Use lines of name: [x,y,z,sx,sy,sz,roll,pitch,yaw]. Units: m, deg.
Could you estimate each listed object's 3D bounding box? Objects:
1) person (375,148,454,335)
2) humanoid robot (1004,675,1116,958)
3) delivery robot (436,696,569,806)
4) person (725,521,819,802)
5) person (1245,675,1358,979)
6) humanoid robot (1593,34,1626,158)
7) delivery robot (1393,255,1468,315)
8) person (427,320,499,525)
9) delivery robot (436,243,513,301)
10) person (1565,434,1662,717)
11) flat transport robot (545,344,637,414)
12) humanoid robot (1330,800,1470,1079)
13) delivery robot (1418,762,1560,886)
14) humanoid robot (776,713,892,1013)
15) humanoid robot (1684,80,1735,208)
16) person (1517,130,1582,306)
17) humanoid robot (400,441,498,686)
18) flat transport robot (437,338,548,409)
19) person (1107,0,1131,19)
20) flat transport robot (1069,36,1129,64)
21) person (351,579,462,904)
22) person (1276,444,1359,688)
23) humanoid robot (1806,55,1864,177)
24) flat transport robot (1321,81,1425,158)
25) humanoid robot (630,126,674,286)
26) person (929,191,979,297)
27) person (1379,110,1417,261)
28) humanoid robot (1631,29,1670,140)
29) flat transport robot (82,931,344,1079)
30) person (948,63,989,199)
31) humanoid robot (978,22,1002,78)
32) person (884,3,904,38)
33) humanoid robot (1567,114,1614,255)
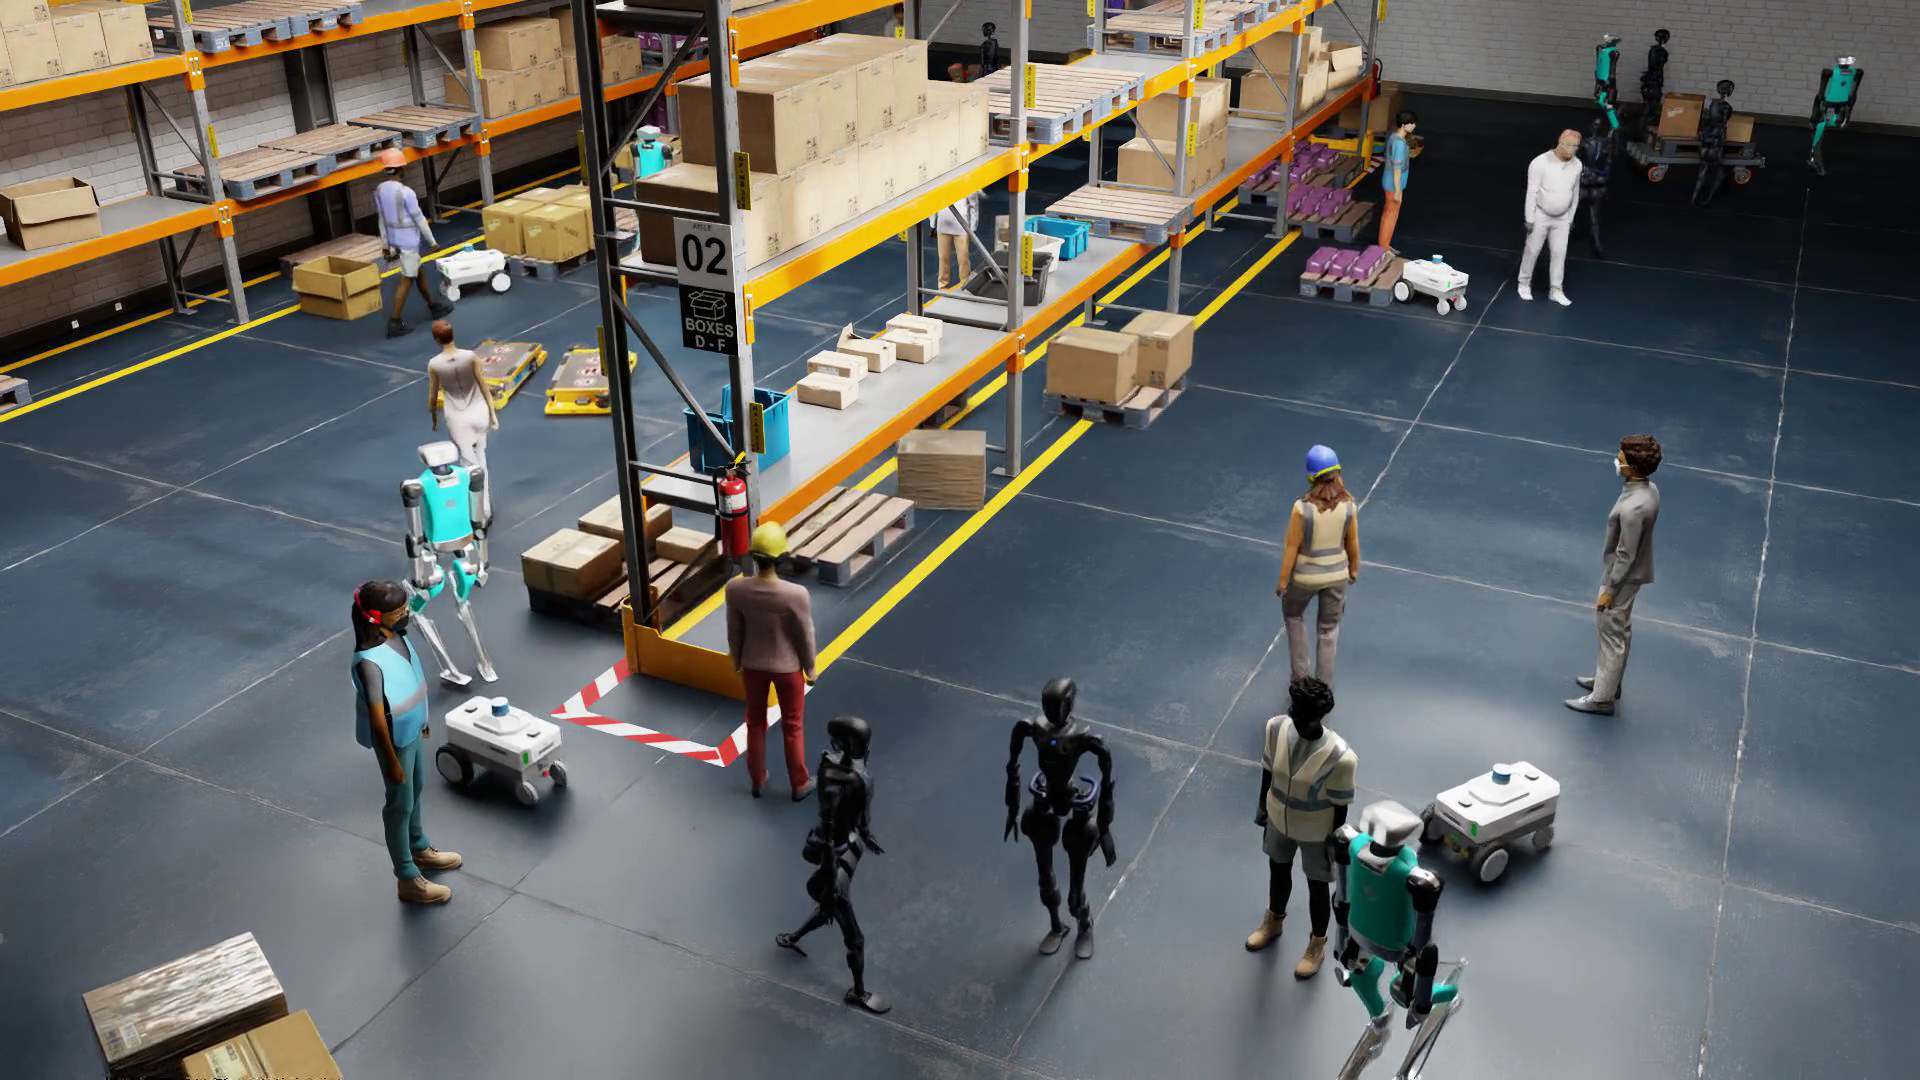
person: [-5.723,-3.108,17.238,0.542,1.890,0.931,20,33,35]
humanoid robot: [0.504,1.395,8.367,0.609,1.647,0.315,10,28,20]
delivery robot: [-2.736,1.216,9.985,0.774,0.581,0.499,15,30,28]
person: [-1.077,0.710,9.656,0.531,1.766,0.323,6,27,12]
person: [1.707,1.413,8.323,0.534,1.693,0.321,24,35,39]
humanoid robot: [9.488,-6.357,24.093,0.716,1.902,0.542,-3,26,-6]
delivery robot: [5.153,-2.803,18.135,0.499,0.611,0.809,-16,31,-29]
person: [-3.928,-0.950,13.165,0.460,1.603,0.716,-14,30,-26]
delivery robot: [-5.406,-2.999,18.534,0.790,0.614,0.499,-17,31,-31]
person: [4.180,0.229,10.481,0.376,1.896,0.546,16,30,28]
flat transport robot: [-3.514,-1.539,15.886,0.659,0.231,1.431,-1,26,-2]
humanoid robot: [1.954,1.872,7.365,0.911,1.769,0.545,-19,32,-34]
delivery robot: [2.991,1.549,9.349,0.815,0.614,0.499,-14,30,-27]
humanoid robot: [-0.636,1.538,8.157,0.674,1.654,0.590,7,27,14]
humanoid robot: [9.744,-5.119,21.539,0.405,1.650,0.590,1,26,1]
person: [6.410,-3.488,18.023,0.650,1.889,0.531,-5,27,-10]
humanoid robot: [-3.369,0.127,10.806,0.545,1.742,0.680,-19,32,-34]
flat transport robot: [-4.518,-1.608,16.026,0.659,0.231,1.431,2,26,5]
person: [2.736,-9.021,29.127,0.532,1.932,0.407,19,32,33]
flat transport robot: [2.557,-7.875,28.685,1.431,0.231,0.659,21,33,36]
person: [-2.982,1.057,8.838,0.389,1.870,0.527,0,26,-1]
person: [2.282,0.215,10.649,0.551,1.756,0.431,-4,27,-8]
humanoid robot: [11.979,-5.877,23.024,0.548,1.736,1.056,2,26,4]
flat transport robot: [6.110,-5.875,24.645,1.431,0.231,0.659,12,29,22]
humanoid robot: [-3.507,-3.597,18.519,0.544,1.904,0.734,12,29,22]
person: [-0.081,-3.387,17.946,0.572,1.748,0.341,11,28,21]
person: [5.116,-4.156,19.497,0.338,1.759,0.501,4,27,8]
humanoid robot: [10.419,-6.844,25.021,0.344,1.650,0.584,1,26,2]
flat transport robot: [-3.232,2.826,7.070,1.431,0.231,0.659,-18,32,-32]
person: [0.061,-5.381,21.917,0.640,1.810,0.407,-6,27,-13]
humanoid robot: [0.452,-7.062,25.441,0.315,1.657,0.599,13,29,25]
person: [-0.949,-7.603,26.430,0.554,1.779,0.910,-7,27,-13]
humanoid robot: [7.480,-4.222,19.774,0.589,1.637,0.766,-5,27,-11]
